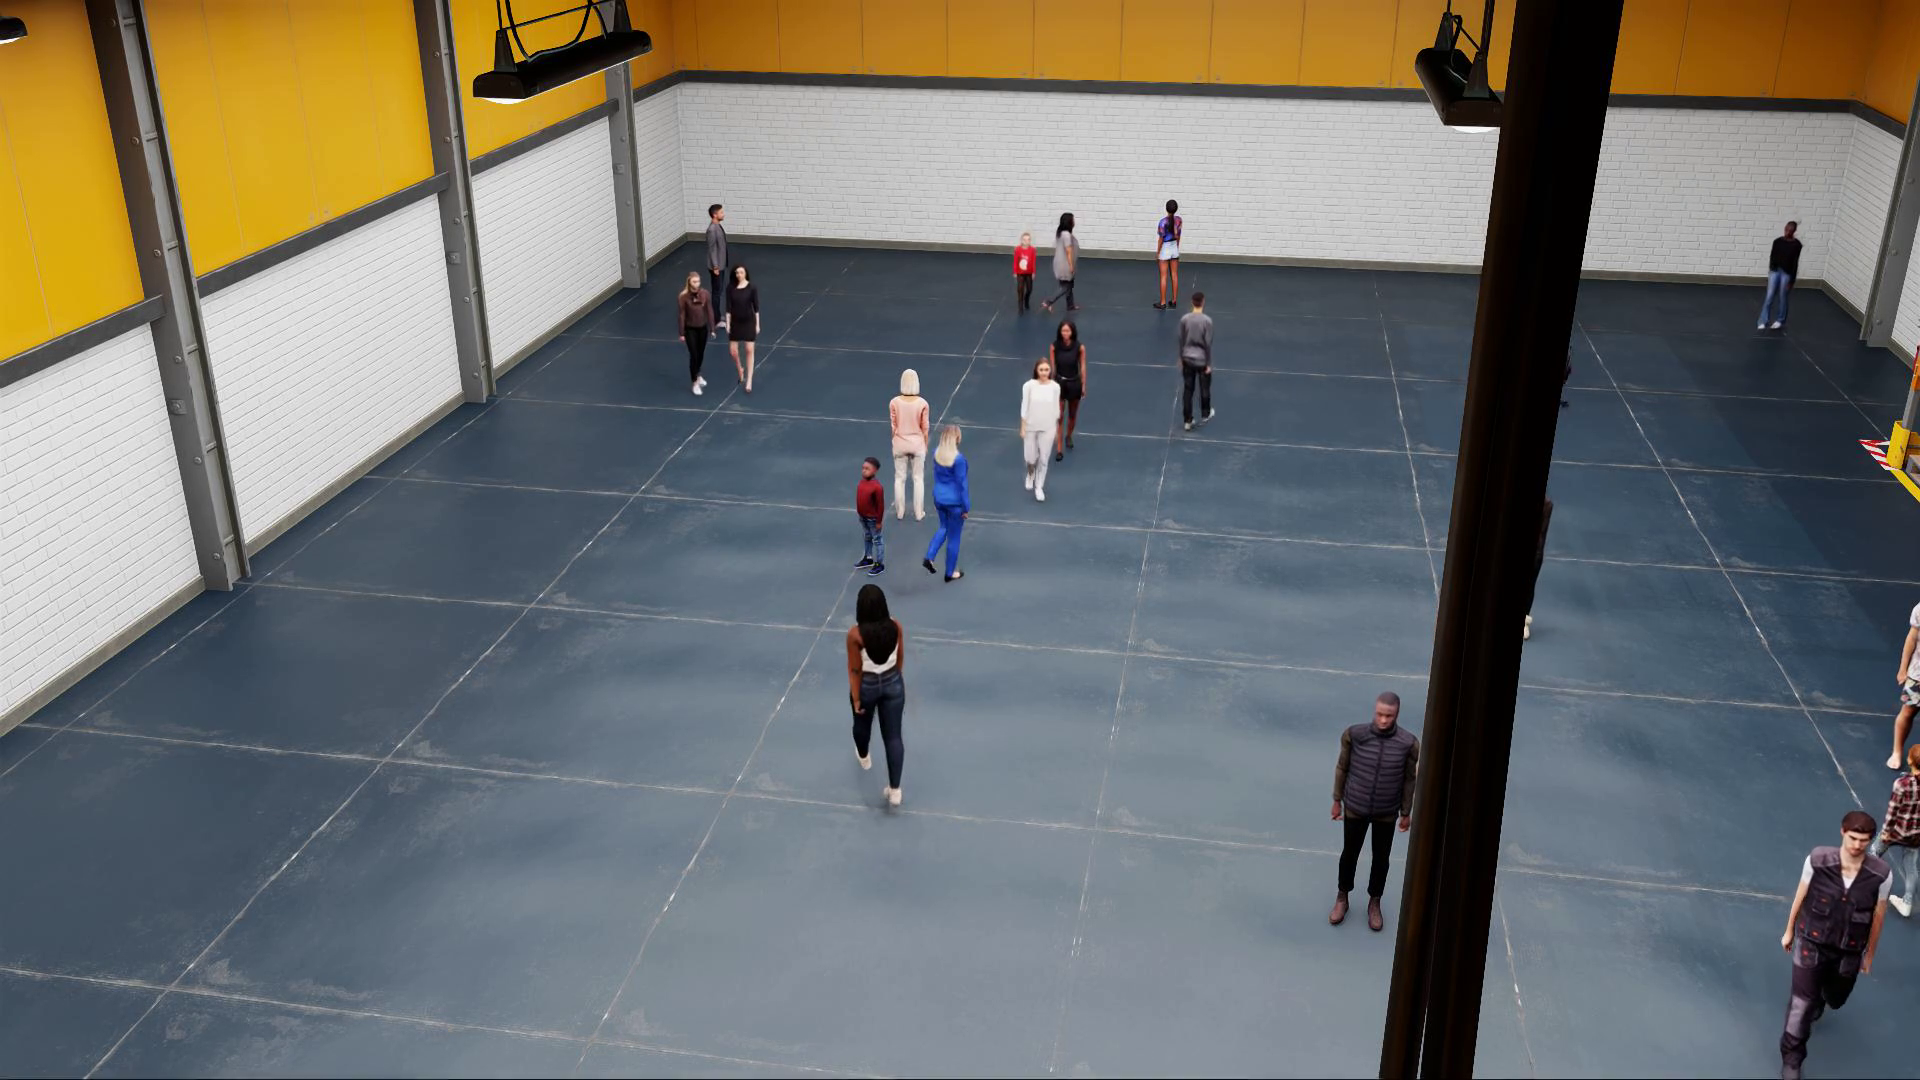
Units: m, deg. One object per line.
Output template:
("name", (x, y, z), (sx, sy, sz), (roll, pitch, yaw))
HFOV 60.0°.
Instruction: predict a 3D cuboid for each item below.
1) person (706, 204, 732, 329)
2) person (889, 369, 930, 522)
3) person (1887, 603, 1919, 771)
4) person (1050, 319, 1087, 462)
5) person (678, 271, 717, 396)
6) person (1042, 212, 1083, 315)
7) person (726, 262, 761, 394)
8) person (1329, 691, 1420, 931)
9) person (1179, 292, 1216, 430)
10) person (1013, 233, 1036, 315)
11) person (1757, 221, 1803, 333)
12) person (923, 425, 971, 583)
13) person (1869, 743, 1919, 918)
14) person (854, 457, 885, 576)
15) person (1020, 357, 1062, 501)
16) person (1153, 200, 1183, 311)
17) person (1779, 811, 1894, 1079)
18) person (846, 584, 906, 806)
("person", (-3.714, -4.207, 25.414), (0.790, 1.873, 0.616), (-1, 24, -2))
("person", (-0.566, -1.051, 18.380), (0.611, 1.725, 0.552), (1, 24, 2))
("person", (7.918, 1.037, 13.497), (0.715, 1.811, 0.645), (9, 25, 20))
("person", (1.311, -1.839, 20.237), (0.694, 1.681, 1.191), (1, 24, 3))
("person", (-3.587, -2.842, 22.545), (0.883, 1.671, 0.955), (-14, 27, -30))
("person", (1.581, -4.299, 25.981), (0.928, 1.588, 0.993), (-6, 24, -14))
("person", (-2.924, -2.891, 22.500), (0.660, 1.797, 0.672), (1, 24, 1))
("person", (2.871, 1.859, 11.583), (0.712, 1.838, 0.590), (6, 24, 14))
("person", (2.966, -2.251, 21.096), (0.789, 1.748, 0.957), (12, 26, 25))
("person", (1.007, -4.220, 26.194), (0.568, 1.273, 0.620), (-1, 24, -2))
("person", (12.452, -3.994, 25.145), (1.167, 1.699, 1.010), (-18, 29, -35))
("person", (-0.173, -0.341, 16.802), (0.867, 1.689, 0.809), (-20, 31, -39))
("person", (6.740, 2.075, 11.789), (0.685, 1.276, 0.924), (-2, 24, -5))
("person", (-0.914, -0.267, 17.173), (0.641, 1.256, 0.587), (-18, 29, -35))
("person", (0.893, -1.303, 19.013), (0.701, 1.680, 0.772), (-2, 24, -4))
("person", (3.308, -4.532, 26.321), (0.668, 1.742, 0.702), (-12, 26, -25))
("person", (5.376, 2.435, 10.281), (0.826, 1.824, 1.134), (10, 26, 22))
("person", (-0.617, 1.240, 13.089), (0.965, 1.764, 1.279), (-6, 24, -13))
